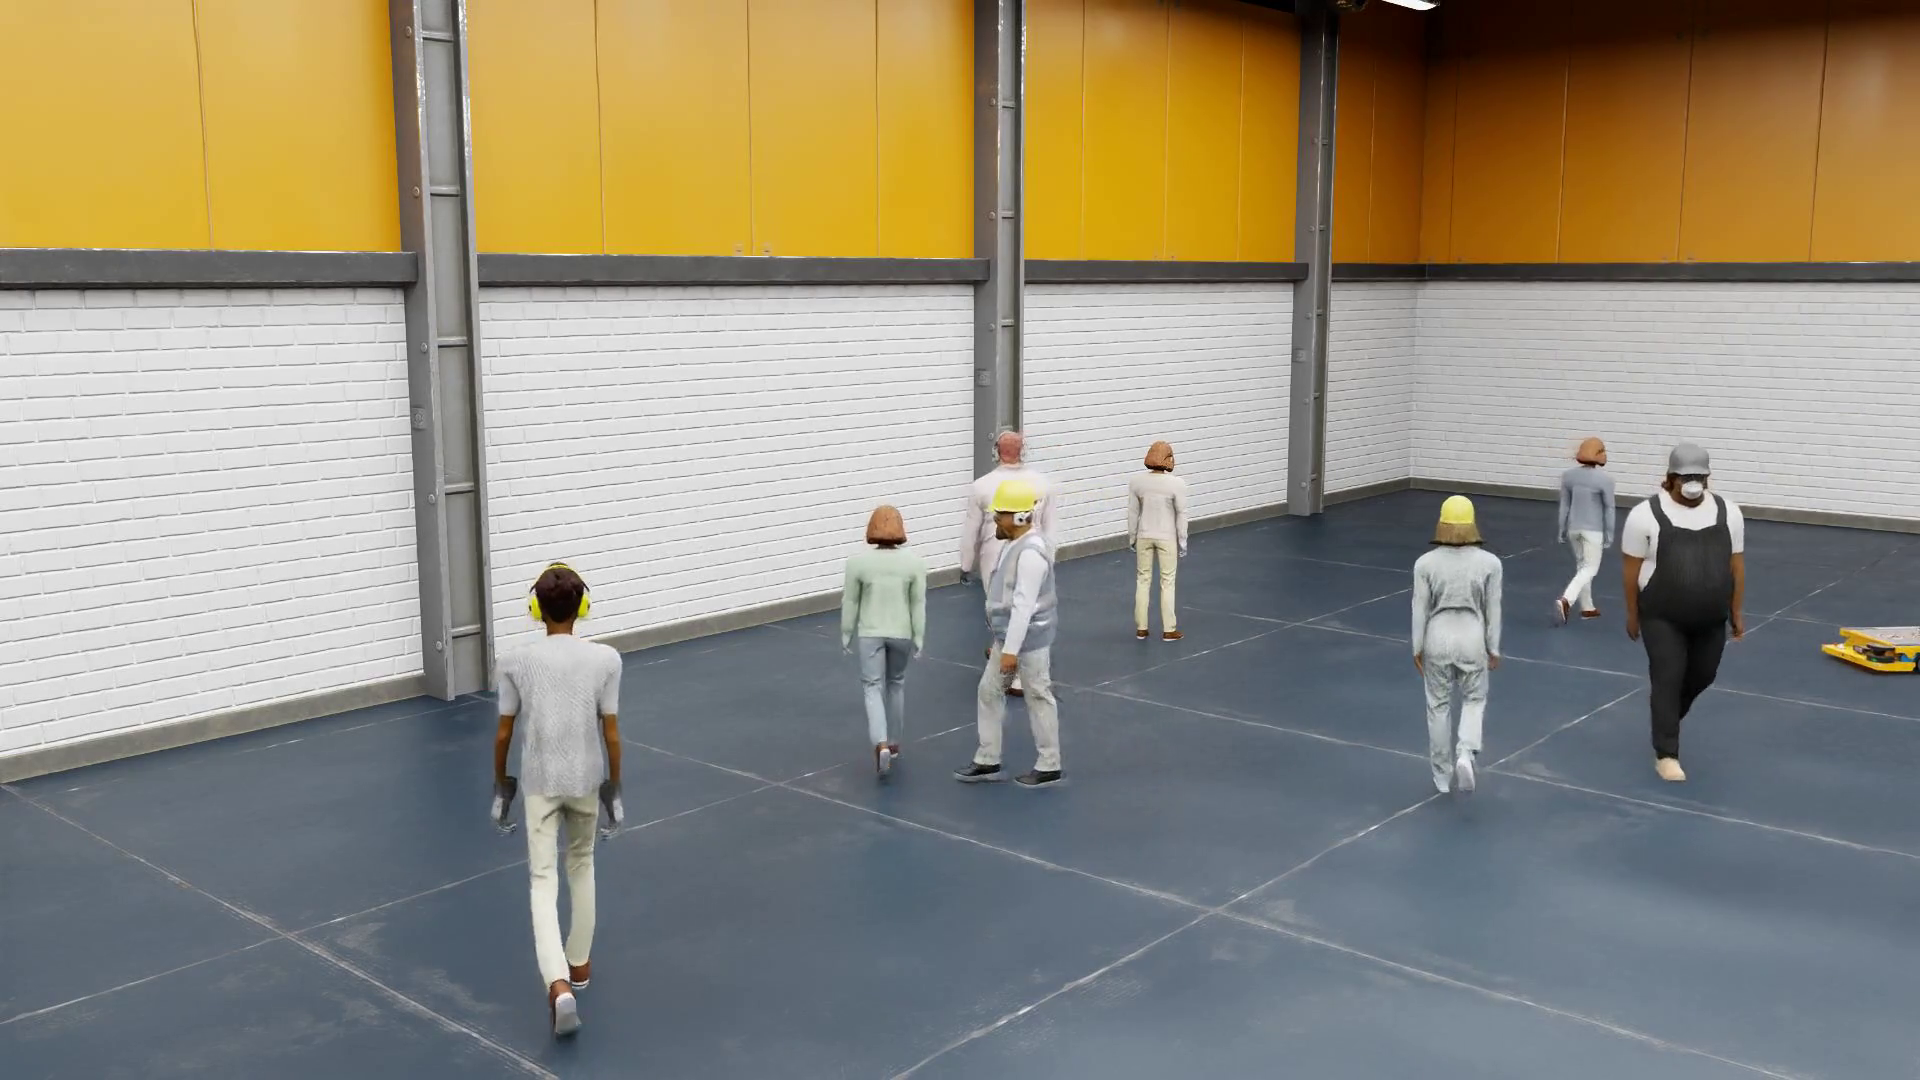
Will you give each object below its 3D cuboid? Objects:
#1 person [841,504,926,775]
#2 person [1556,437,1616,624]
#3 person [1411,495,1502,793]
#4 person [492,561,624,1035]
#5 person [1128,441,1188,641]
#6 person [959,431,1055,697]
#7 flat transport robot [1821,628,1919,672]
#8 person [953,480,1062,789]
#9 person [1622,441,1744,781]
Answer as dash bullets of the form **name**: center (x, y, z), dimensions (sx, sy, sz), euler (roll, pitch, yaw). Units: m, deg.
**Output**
- **person**: center (-0.452, 0.592, 10.021), dimensions (0.509, 1.610, 0.751), euler (-1, 9, -8)
- **person**: center (5.325, -0.079, 14.219), dimensions (0.709, 1.608, 0.504), euler (-6, 11, -35)
- **person**: center (2.819, 0.610, 9.477), dimensions (0.504, 1.728, 0.481), euler (2, 9, 15)
- **person**: center (-1.607, 1.010, 6.669), dimensions (0.522, 1.843, 0.860), euler (-3, 9, -16)
- **person**: center (1.614, 0.008, 13.580), dimensions (0.506, 1.632, 0.268), euler (5, 10, 26)
- **person**: center (0.300, 0.142, 12.015), dimensions (0.673, 1.855, 0.960), euler (-4, 10, -22)
- **flat transport robot**: center (7.471, 0.821, 12.740), dimensions (1.431, 0.197, 0.652), euler (-1, 9, -7)
- **person**: center (0.260, 0.558, 9.571), dimensions (0.743, 1.801, 0.601), euler (-2, 9, -13)
- **person**: center (4.353, 0.365, 10.069), dimensions (0.677, 2.000, 0.874), euler (0, 9, 3)
